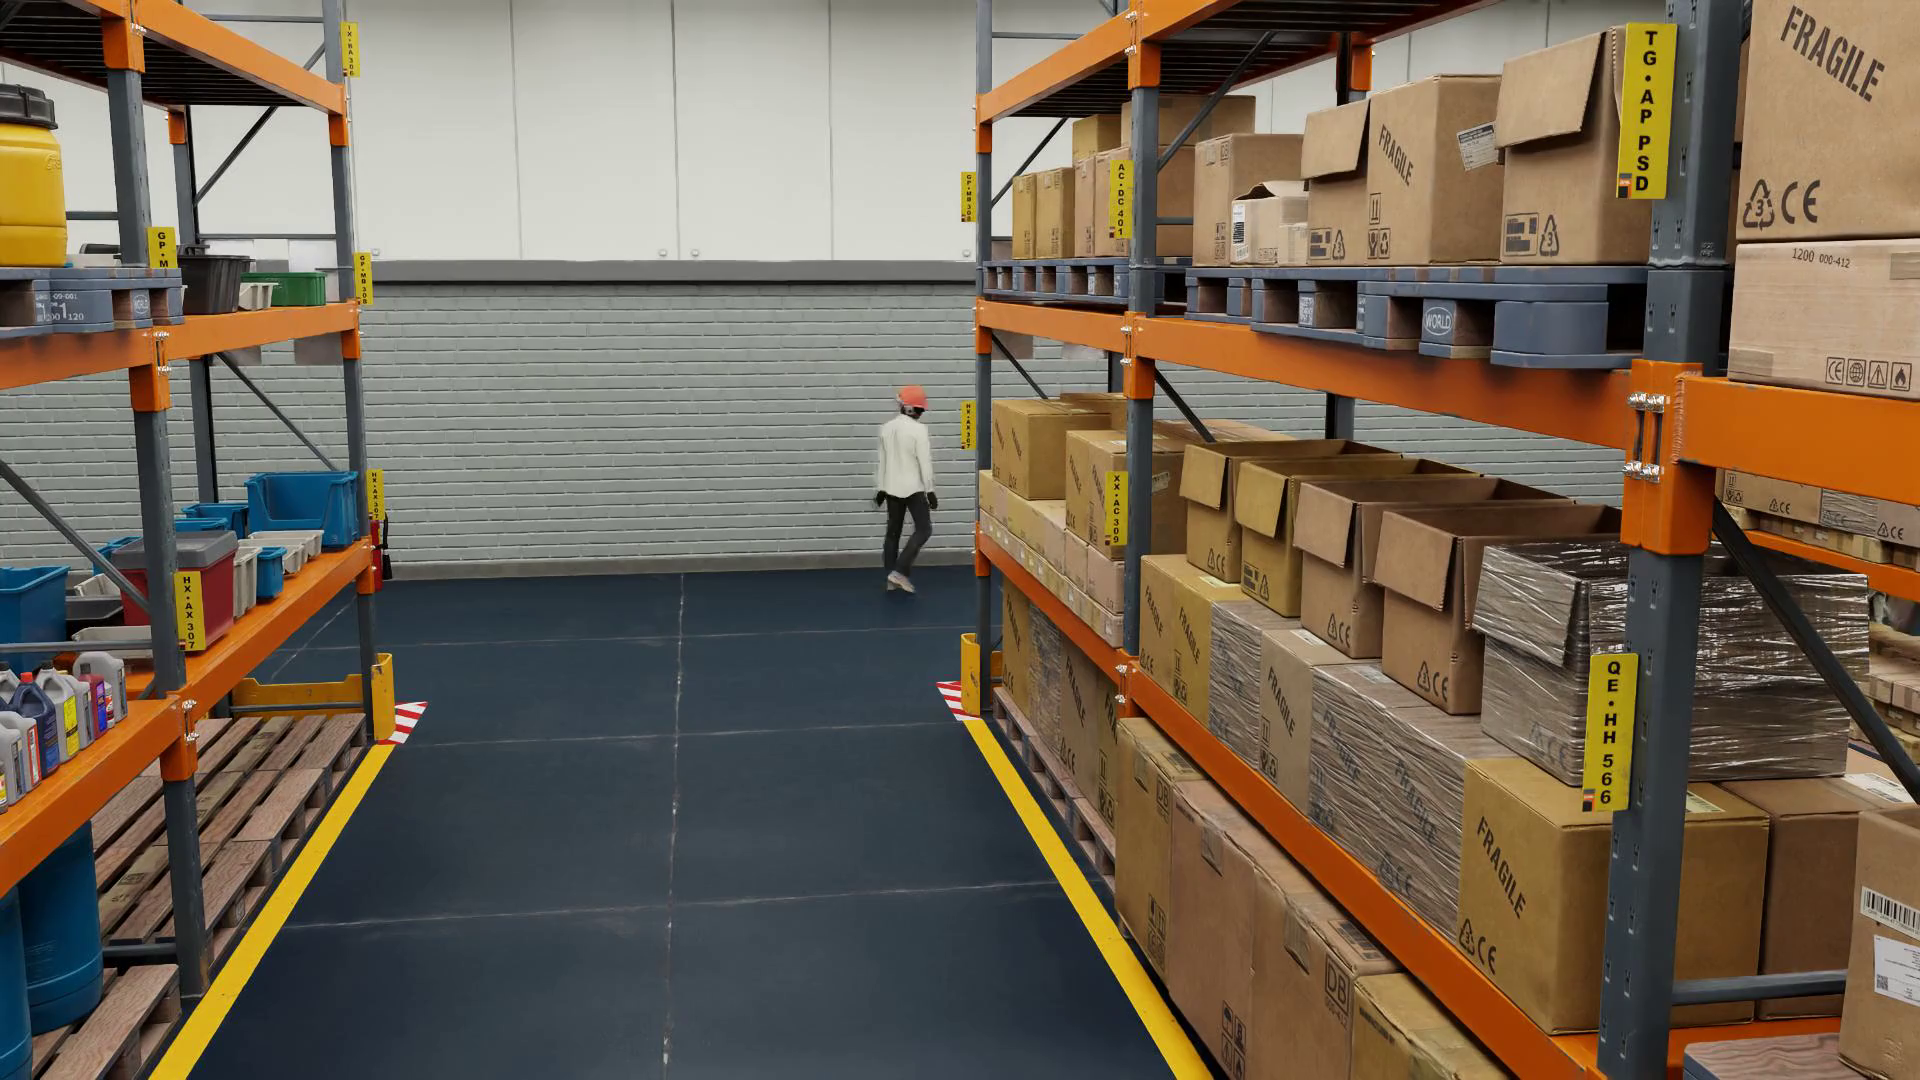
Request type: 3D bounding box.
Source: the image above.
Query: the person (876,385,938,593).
[{"bbox_3d":[-0.516,-0.471,15.637,0.455,1.970,0.712,-9,13,-44],"label":"person"}]

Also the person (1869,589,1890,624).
[{"bbox_3d":[6.101,0.297,11.236,0.510,1.860,0.334,-5,10,-27],"label":"person"}]

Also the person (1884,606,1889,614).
[{"bbox_3d":[8.160,-0.274,14.800,0.429,1.841,0.634,2,10,14],"label":"person"}]

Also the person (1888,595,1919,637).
[{"bbox_3d":[6.888,0.242,11.816,0.636,1.806,0.797,6,11,33],"label":"person"}]

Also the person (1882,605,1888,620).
[{"bbox_3d":[7.613,-0.227,14.414,0.647,1.888,1.038,-4,10,-25],"label":"person"}]
